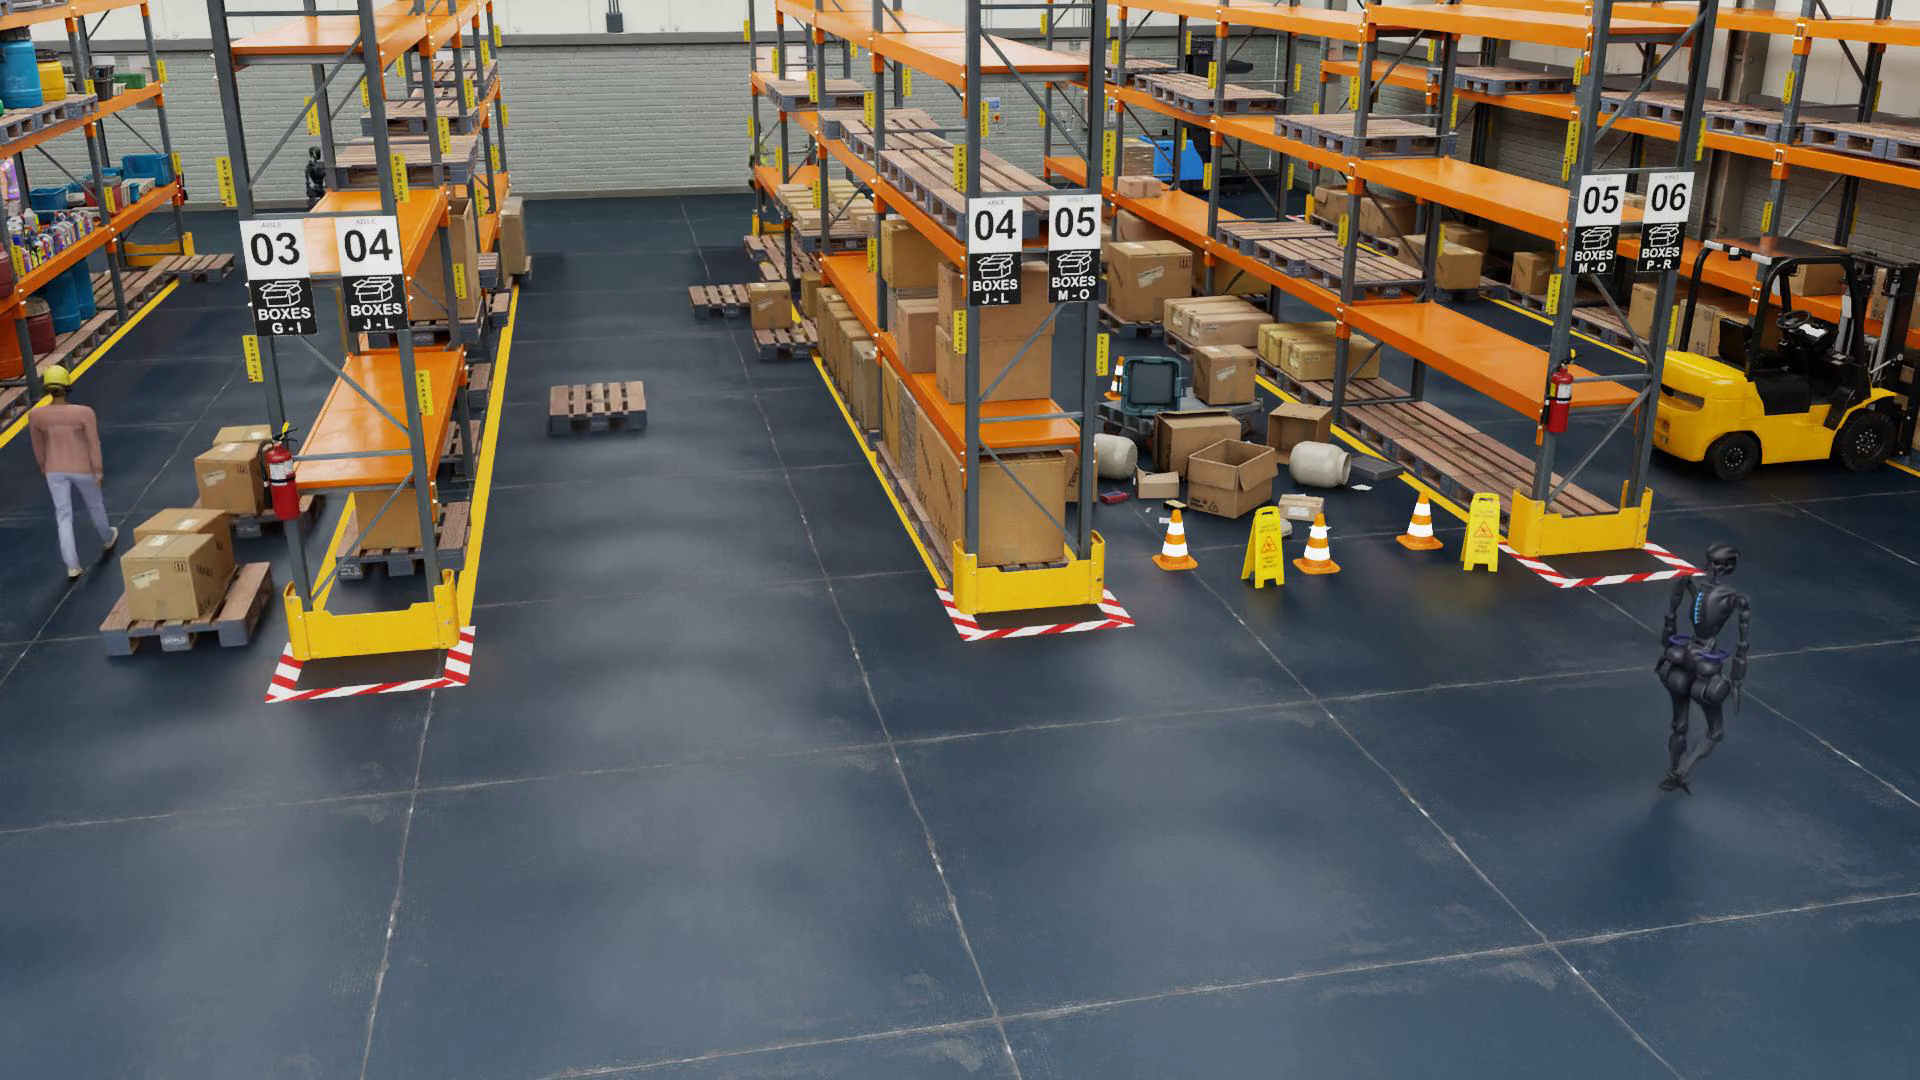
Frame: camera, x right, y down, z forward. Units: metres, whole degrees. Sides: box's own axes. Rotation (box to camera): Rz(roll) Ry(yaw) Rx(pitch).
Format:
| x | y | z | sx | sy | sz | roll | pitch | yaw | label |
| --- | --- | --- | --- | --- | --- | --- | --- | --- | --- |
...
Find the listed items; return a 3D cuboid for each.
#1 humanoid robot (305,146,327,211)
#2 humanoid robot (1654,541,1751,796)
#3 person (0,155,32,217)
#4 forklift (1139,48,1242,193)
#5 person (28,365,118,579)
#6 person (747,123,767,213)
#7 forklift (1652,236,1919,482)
| x | y | z | sx | sy | sz | roll | pitch | yaw | label |
| --- | --- | --- | --- | --- | --- | --- | --- | --- | --- |
| -10.561 | -5.653 | 27.400 | 0.368 | 1.643 | 0.593 | 7 | 22 | 19 | humanoid robot |
| 4.442 | 0.780 | 10.089 | 0.419 | 1.647 | 0.596 | -13 | 24 | -30 | humanoid robot |
| -15.363 | -5.561 | 27.142 | 0.349 | 1.688 | 0.489 | 11 | 23 | 27 | person |
| 4.566 | -8.313 | 32.860 | 1.873 | 2.768 | 1.129 | -4 | 21 | -12 | forklift |
| -7.331 | -0.598 | 13.733 | 0.539 | 1.712 | 0.941 | -5 | 21 | -14 | person |
| -3.761 | -6.874 | 30.671 | 0.382 | 1.682 | 0.538 | 0 | 20 | 0 | person |
| 8.013 | -1.814 | 16.330 | 2.313 | 2.155 | 1.214 | -4 | 21 | -12 | forklift |
